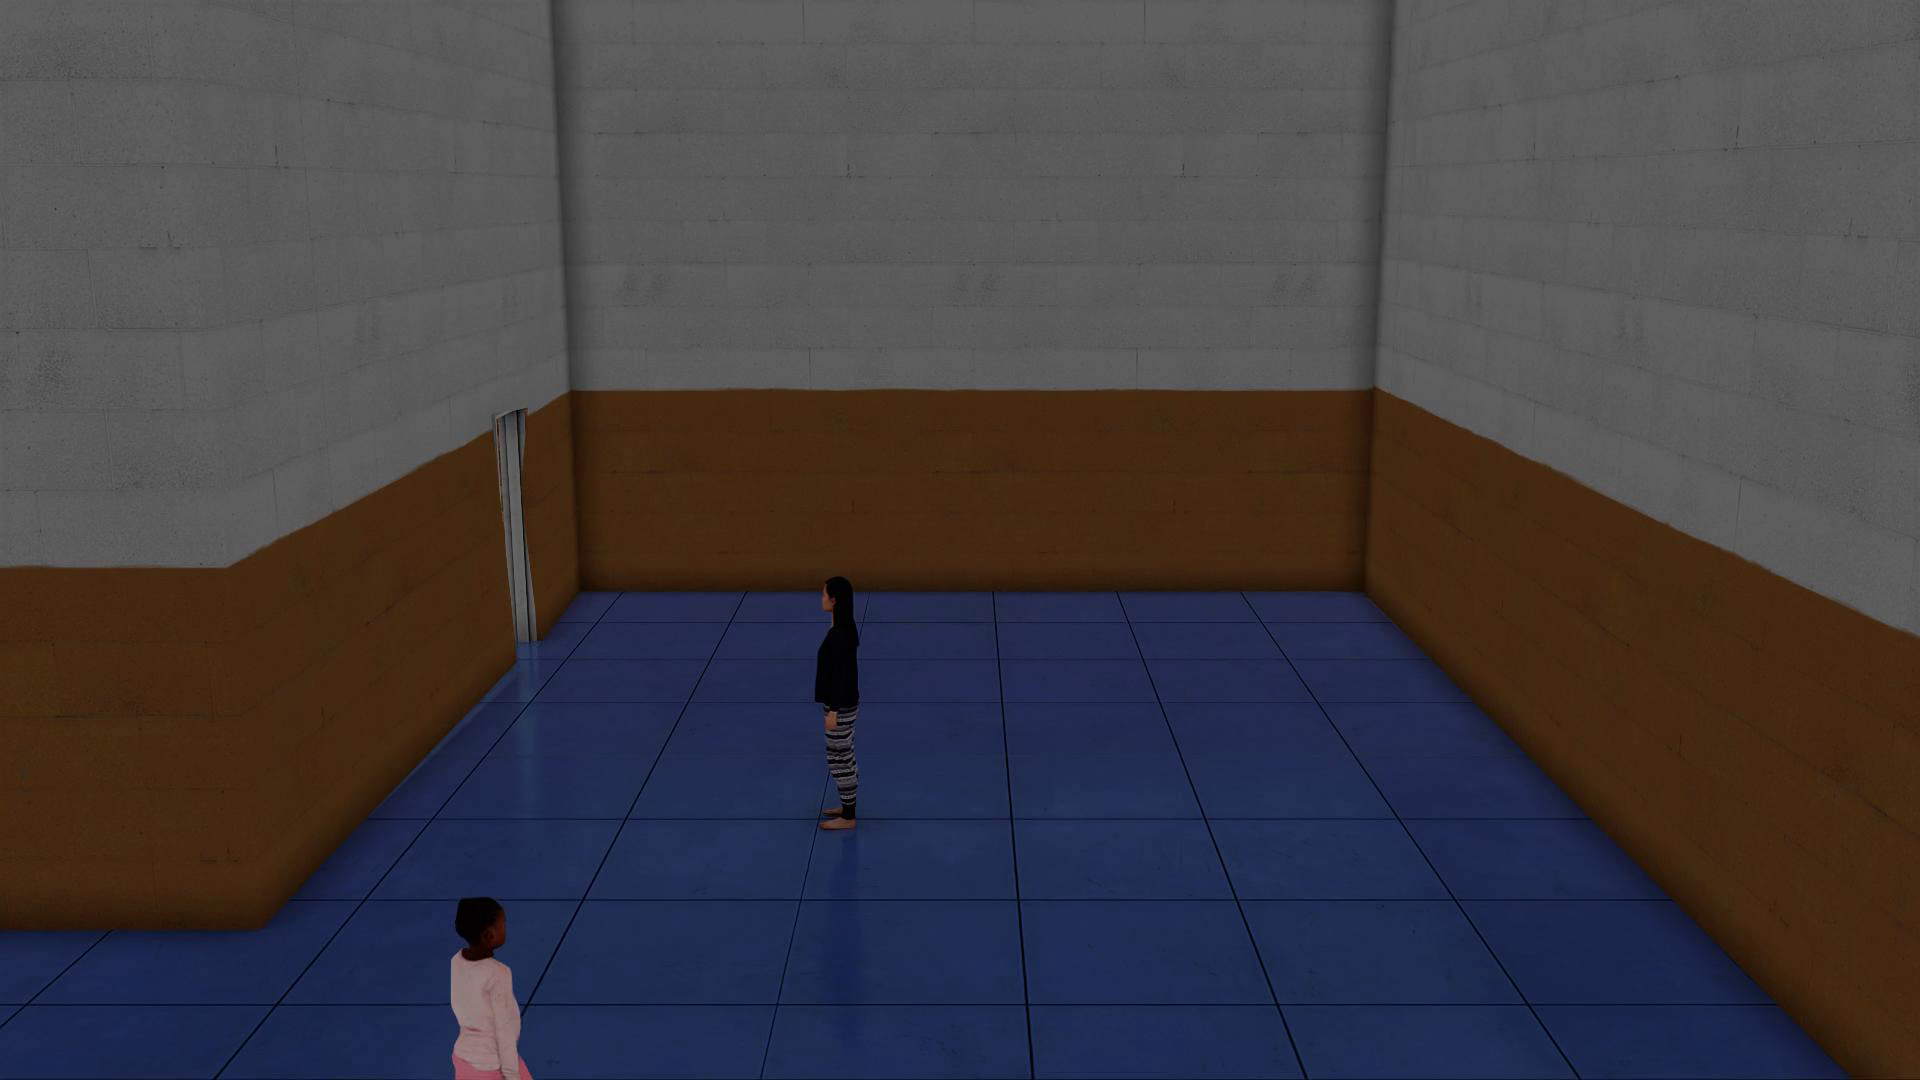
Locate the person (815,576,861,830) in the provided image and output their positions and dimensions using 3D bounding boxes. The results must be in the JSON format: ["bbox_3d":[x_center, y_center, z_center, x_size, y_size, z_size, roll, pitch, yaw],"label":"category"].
[{"bbox_3d":[-0.806,1.087,11.220,0.520,1.734,0.611,1,12,3],"label":"person"}]

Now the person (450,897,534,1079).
[{"bbox_3d":[-1.993,2.157,6.847,0.637,1.442,0.718,9,15,37],"label":"person"}]
